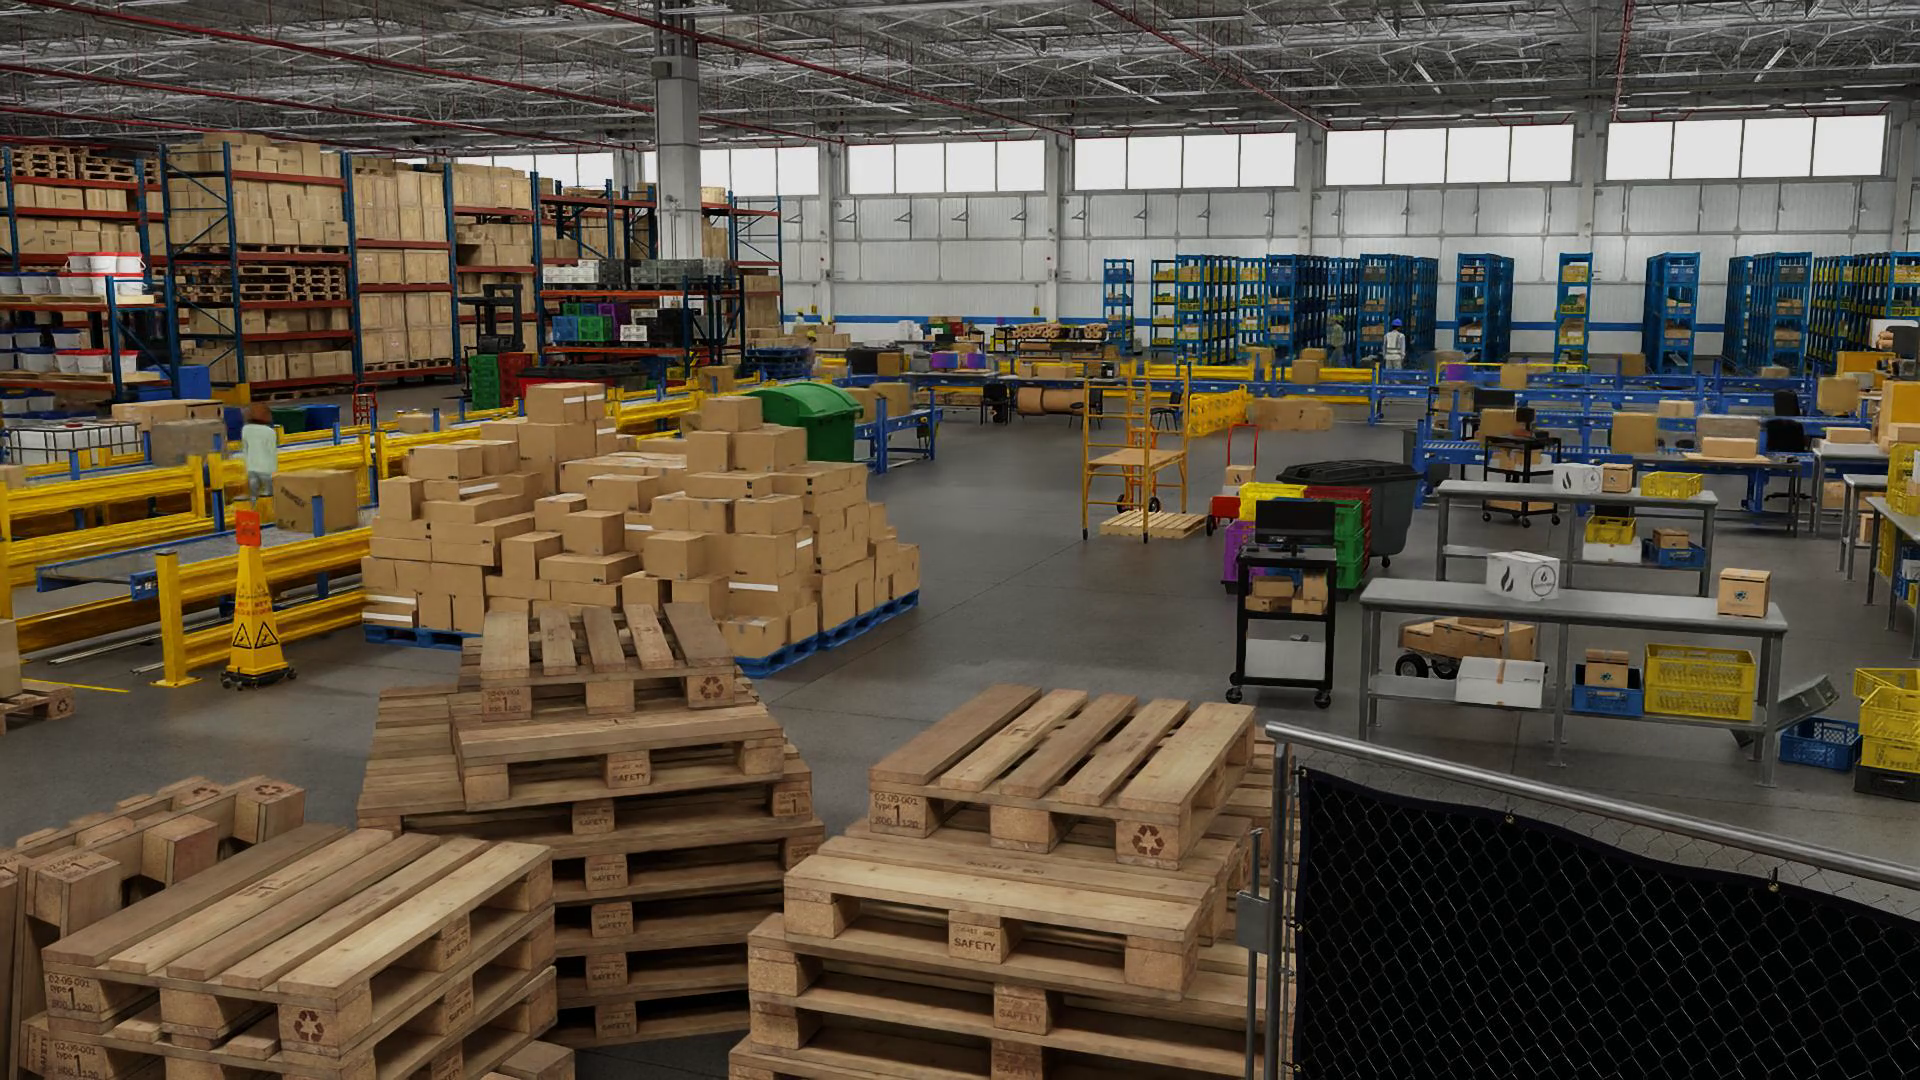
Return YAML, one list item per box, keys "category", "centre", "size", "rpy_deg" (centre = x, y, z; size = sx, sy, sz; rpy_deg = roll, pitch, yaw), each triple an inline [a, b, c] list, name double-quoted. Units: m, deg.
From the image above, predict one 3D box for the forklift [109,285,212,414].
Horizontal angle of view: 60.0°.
- category: "forklift"
  centre: [-17.275, -4.104, 35.856]
  size: [1.873, 2.768, 1.129]
  rpy_deg: [3, 10, 20]

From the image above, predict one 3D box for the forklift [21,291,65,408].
- category: "forklift"
  centre: [-20.645, -4.374, 37.552]
  size: [1.873, 2.768, 1.129]
  rpy_deg: [3, 10, 19]

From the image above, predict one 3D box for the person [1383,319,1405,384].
- category: "person"
  centre: [10.839, -4.533, 41.491]
  size: [0.402, 1.942, 0.603]
  rpy_deg: [-8, 12, -40]

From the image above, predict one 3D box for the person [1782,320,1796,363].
- category: "person"
  centre: [23.420, -5.372, 47.066]
  size: [0.374, 1.840, 0.568]
  rpy_deg: [0, 9, 2]

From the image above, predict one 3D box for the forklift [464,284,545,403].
- category: "forklift"
  centre: [-10.832, -4.702, 39.610]
  size: [1.129, 2.768, 1.873]
  rpy_deg: [3, 10, 20]

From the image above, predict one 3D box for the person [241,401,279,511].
- category: "person"
  centre: [-7.986, -0.775, 18.903]
  size: [0.501, 1.614, 0.653]
  rpy_deg: [3, 9, 17]

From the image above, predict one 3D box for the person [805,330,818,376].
- category: "person"
  centre: [-3.519, -4.041, 39.005]
  size: [0.434, 1.757, 0.535]
  rpy_deg: [1, 9, 6]

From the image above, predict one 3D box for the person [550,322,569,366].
- category: "person"
  centre: [-11.589, -5.463, 48.127]
  size: [0.547, 1.684, 0.361]
  rpy_deg: [2, 9, 14]

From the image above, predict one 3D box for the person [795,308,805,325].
- category: "person"
  centre: [-6.338, -8.283, 65.674]
  size: [0.634, 1.746, 0.566]
  rpy_deg: [6, 11, 34]

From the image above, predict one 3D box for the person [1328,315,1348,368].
- category: "person"
  centre: [11.936, -6.122, 51.951]
  size: [0.894, 1.787, 0.592]
  rpy_deg: [2, 9, 15]

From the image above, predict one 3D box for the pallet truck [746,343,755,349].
- category: "pallet truck"
  centre: [-6.183, -4.618, 44.264]
  size: [1.601, 1.201, 0.680]
  rpy_deg: [-9, 12, -43]

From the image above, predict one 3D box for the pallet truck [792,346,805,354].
- category: "pallet truck"
  centre: [-3.705, -4.298, 42.022]
  size: [0.653, 1.274, 1.630]
  rpy_deg: [3, 10, 20]
